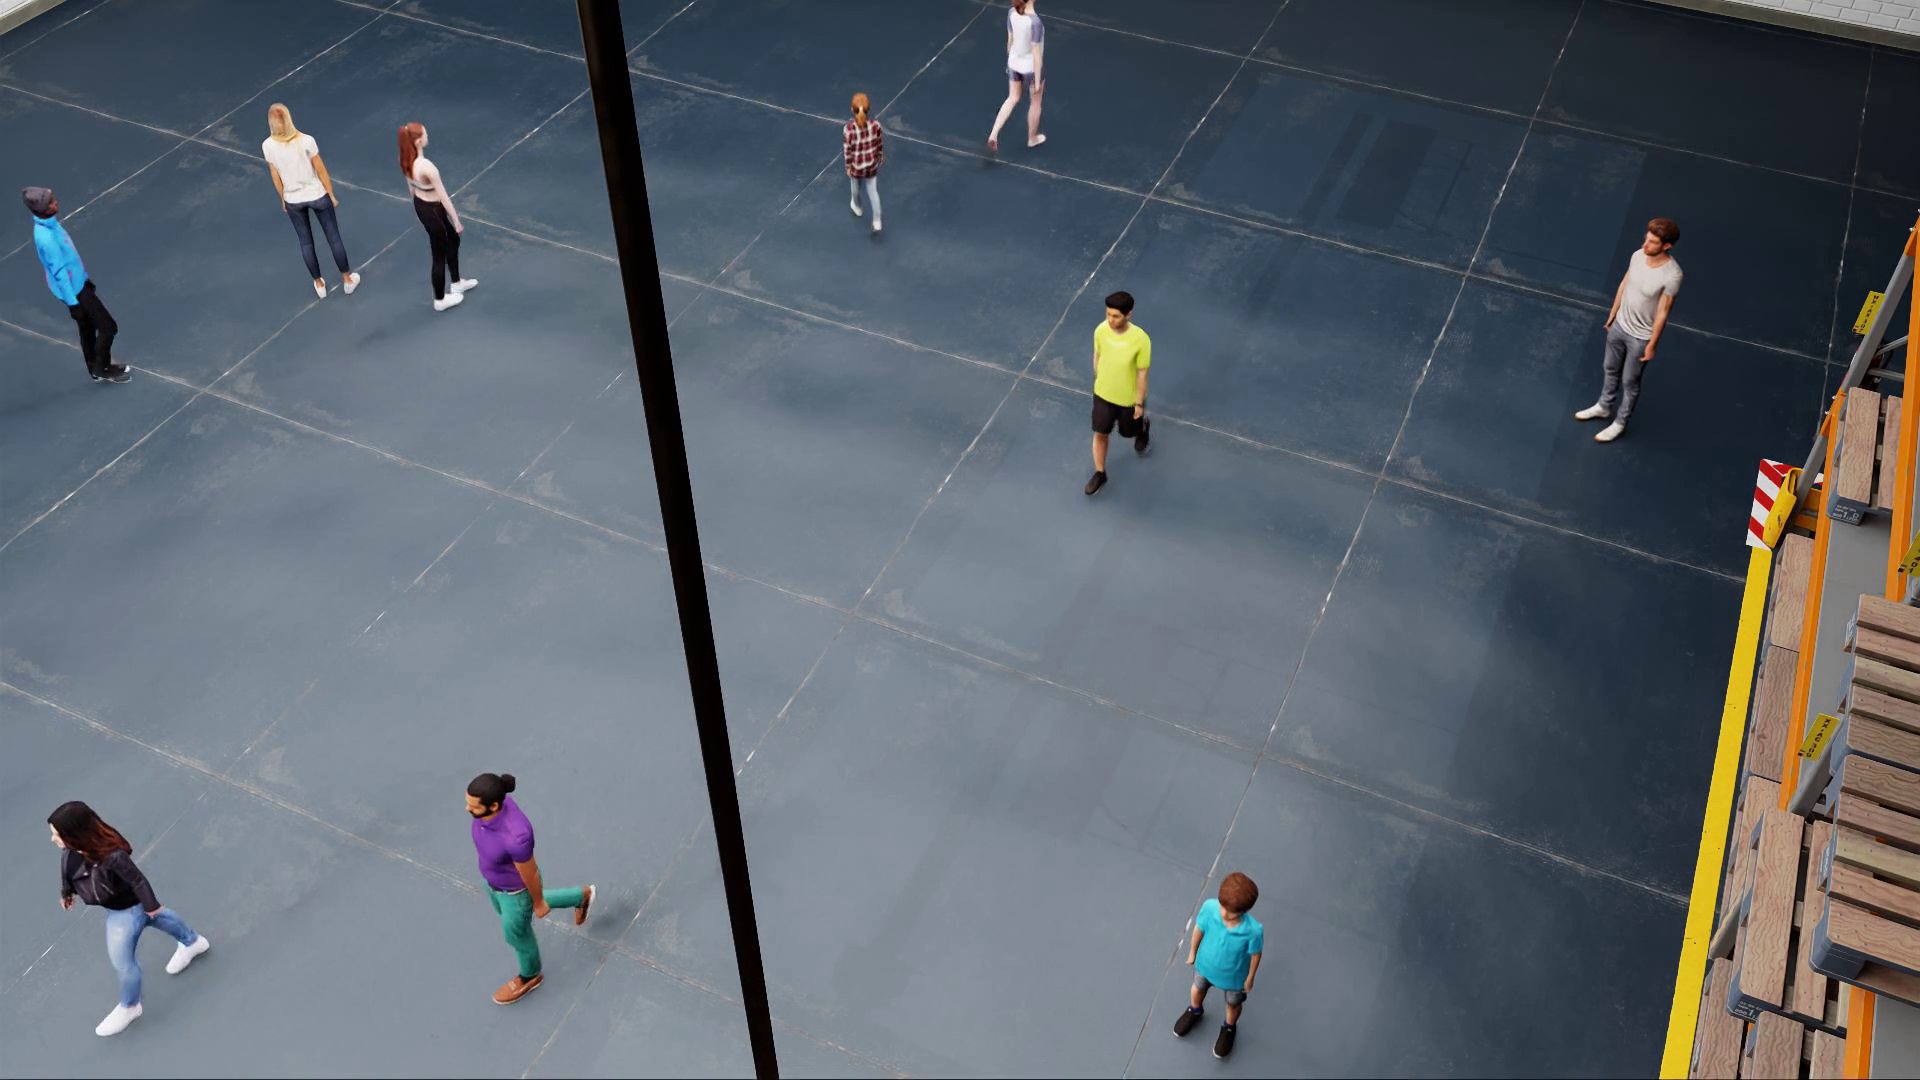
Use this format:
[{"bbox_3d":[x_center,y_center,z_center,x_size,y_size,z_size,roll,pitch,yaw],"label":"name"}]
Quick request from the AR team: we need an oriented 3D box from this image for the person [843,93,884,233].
[{"bbox_3d":[-0.841,-3.338,14.824,0.884,1.288,0.946,-12,45,-13],"label":"person"}]

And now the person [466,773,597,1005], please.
[{"bbox_3d":[-2.355,1.814,9.081,1.103,1.751,0.886,-31,52,-29],"label":"person"}]

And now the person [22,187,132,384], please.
[{"bbox_3d":[-7.026,-1.934,12.991,0.782,1.782,0.738,-18,46,-18],"label":"person"}]

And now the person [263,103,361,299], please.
[{"bbox_3d":[-5.462,-2.840,13.924,0.671,1.808,0.705,-9,44,-9],"label":"person"}]

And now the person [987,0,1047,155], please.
[{"bbox_3d":[0.549,-4.404,15.612,0.750,1.744,1.021,32,52,29],"label":"person"}]

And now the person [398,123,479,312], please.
[{"bbox_3d":[-4.438,-2.625,13.753,0.722,1.733,0.794,34,53,31],"label":"person"}]

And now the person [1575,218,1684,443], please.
[{"bbox_3d":[5.119,-1.600,12.564,0.795,1.889,0.750,-17,46,-17],"label":"person"}]

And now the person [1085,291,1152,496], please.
[{"bbox_3d":[1.208,-1.136,12.230,0.615,1.677,1.009,20,47,20],"label":"person"}]

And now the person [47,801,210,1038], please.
[{"bbox_3d":[-4.513,1.903,9.090,0.785,1.608,1.034,30,51,27],"label":"person"}]

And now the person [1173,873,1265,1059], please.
[{"bbox_3d":[1.410,2.239,8.854,0.539,1.449,0.496,23,48,22],"label":"person"}]
